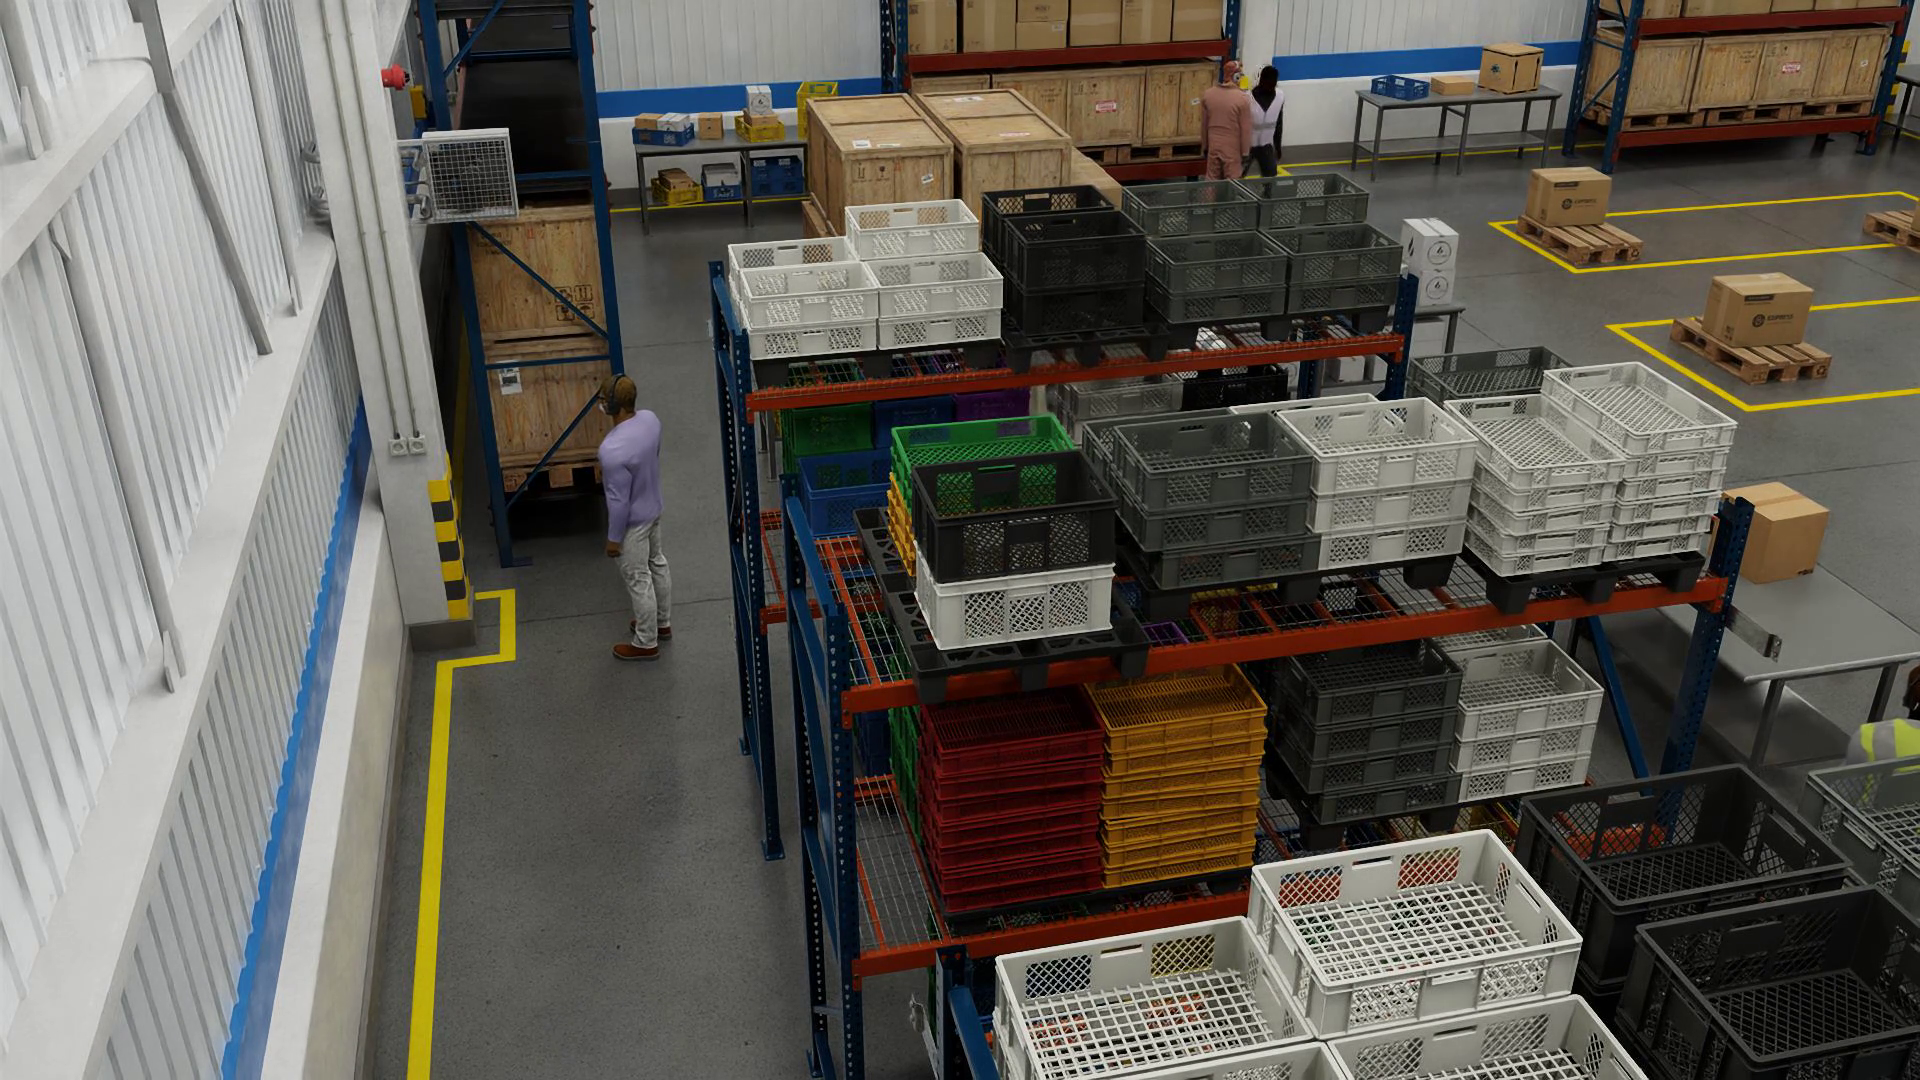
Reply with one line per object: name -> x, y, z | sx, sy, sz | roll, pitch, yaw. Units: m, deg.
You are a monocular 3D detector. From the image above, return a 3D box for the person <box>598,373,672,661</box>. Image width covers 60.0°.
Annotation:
person -> -2.068, -0.143, 10.514 | 0.372, 1.940, 0.632 | 6, 28, 12

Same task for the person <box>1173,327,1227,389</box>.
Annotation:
person -> 1.745, -0.933, 12.071 | 0.355, 1.882, 0.575 | -15, 31, -27

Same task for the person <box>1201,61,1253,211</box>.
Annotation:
person -> 2.993, -4.386, 18.605 | 0.636, 1.902, 0.405 | 23, 36, 37

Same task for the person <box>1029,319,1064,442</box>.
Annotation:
person -> 0.619, -1.283, 12.764 | 0.377, 1.881, 0.535 | -10, 29, -18

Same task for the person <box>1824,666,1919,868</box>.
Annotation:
person -> 4.323, 1.382, 7.734 | 0.628, 1.836, 0.429 | 4, 28, 8

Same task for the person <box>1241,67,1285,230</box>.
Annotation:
person -> 3.345, -4.370, 18.625 | 0.696, 1.840, 0.963 | -8, 29, -16
